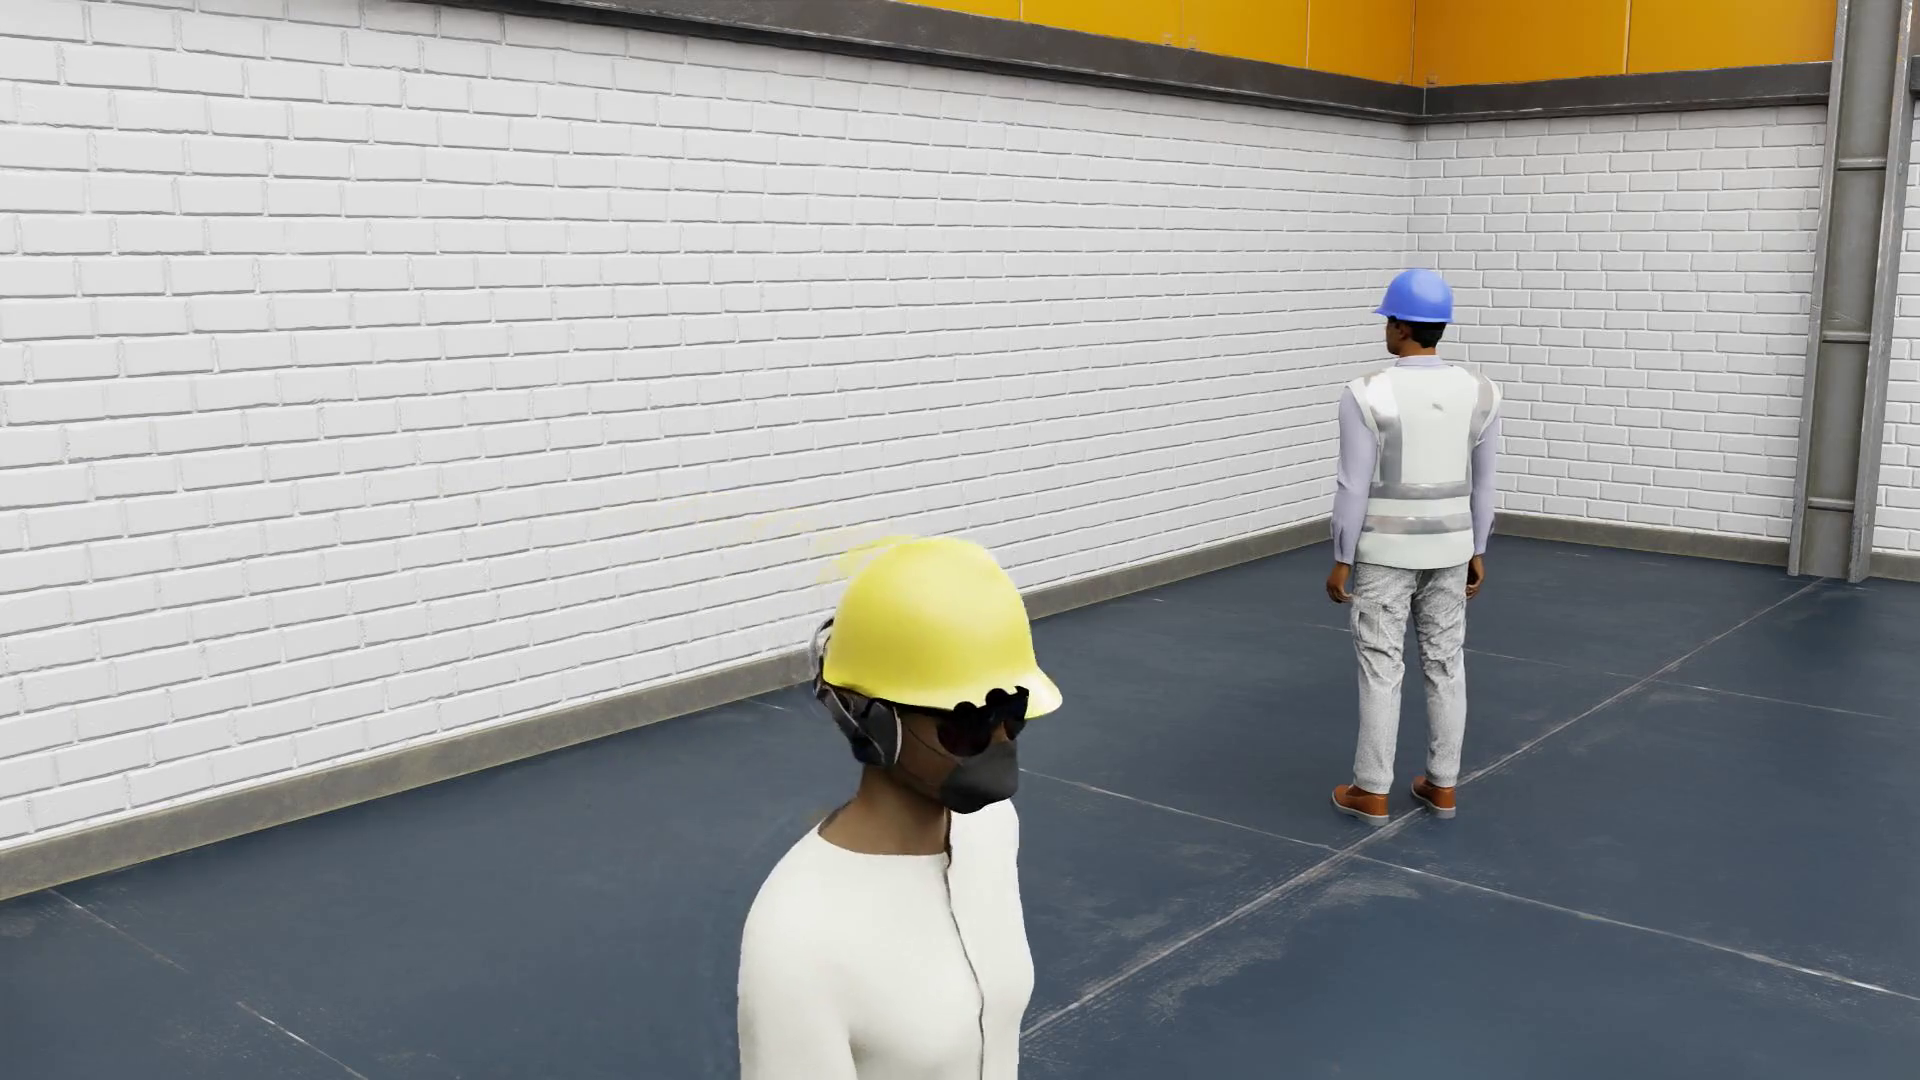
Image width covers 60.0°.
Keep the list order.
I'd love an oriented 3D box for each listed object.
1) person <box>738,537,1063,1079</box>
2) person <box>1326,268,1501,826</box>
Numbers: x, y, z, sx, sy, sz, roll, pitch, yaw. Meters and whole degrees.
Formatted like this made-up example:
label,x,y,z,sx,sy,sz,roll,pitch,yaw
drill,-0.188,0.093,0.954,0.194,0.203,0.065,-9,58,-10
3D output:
label,x,y,z,sx,sy,sz,roll,pitch,yaw
person,-0.036,0.849,1.873,0.920,1.716,0.552,6,12,31
person,1.582,0.035,5.835,0.614,1.950,0.375,-2,10,-14
